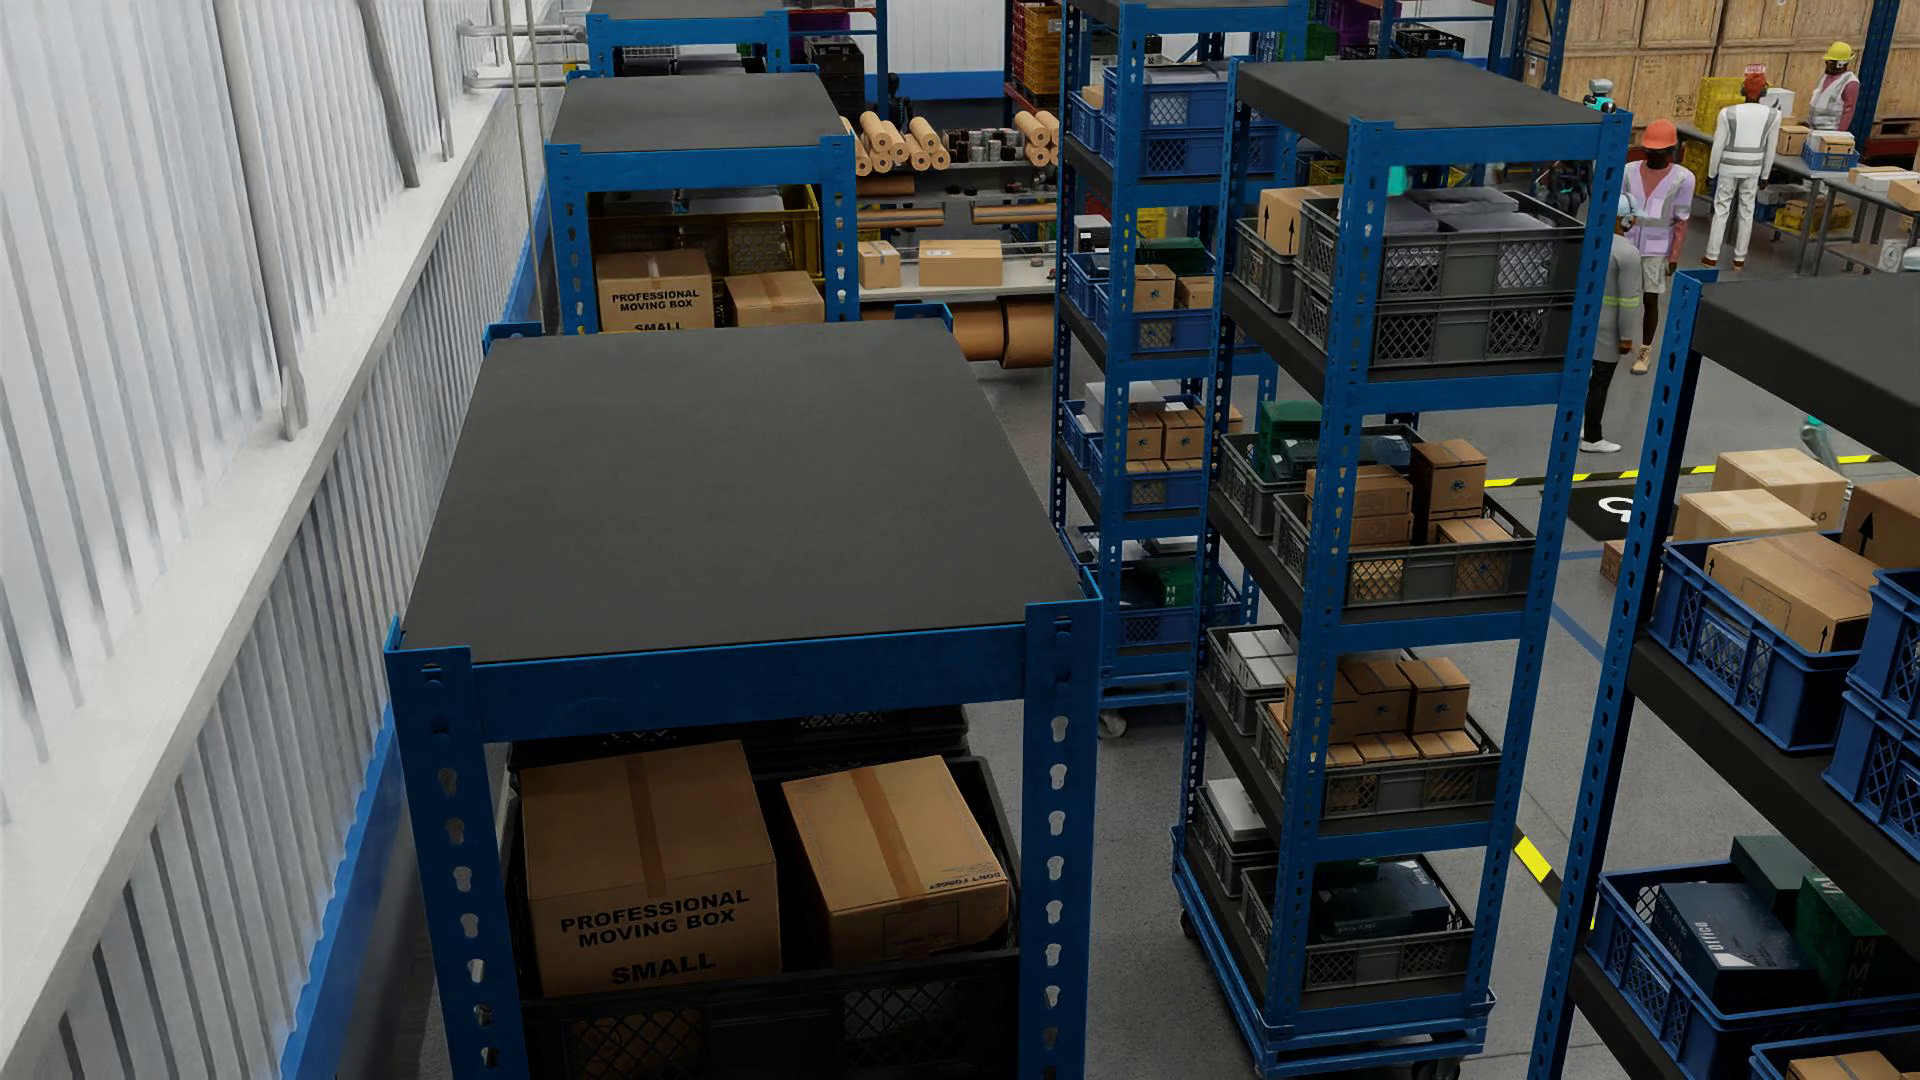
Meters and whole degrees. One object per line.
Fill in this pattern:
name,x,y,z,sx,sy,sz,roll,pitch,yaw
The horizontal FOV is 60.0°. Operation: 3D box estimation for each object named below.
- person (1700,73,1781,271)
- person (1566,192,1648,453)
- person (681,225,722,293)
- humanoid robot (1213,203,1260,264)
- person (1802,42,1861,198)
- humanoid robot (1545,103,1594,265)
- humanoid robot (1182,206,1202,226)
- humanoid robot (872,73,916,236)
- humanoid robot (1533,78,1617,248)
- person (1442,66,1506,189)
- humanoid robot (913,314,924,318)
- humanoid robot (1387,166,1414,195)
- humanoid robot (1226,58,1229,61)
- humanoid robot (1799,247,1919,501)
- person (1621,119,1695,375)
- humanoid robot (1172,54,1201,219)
person,7.524,-3.546,16.073,0.573,1.885,0.357,6,25,12
person,4.549,-1.529,11.728,0.381,1.852,0.589,-9,26,-18
person,-1.750,-1.371,11.395,0.431,1.844,0.622,-12,27,-24
humanoid robot,2.550,-2.940,15.061,0.599,1.624,0.783,-3,25,-7
person,9.512,-4.526,18.270,0.404,1.829,0.590,-4,25,-8
humanoid robot,5.853,-3.353,15.940,0.608,1.644,0.610,-12,27,-25
humanoid robot,2.537,-4.091,17.530,0.562,1.851,0.743,-7,26,-16
humanoid robot,-0.692,-4.032,17.365,0.599,1.653,0.315,-21,32,-37
humanoid robot,5.984,-3.686,16.437,0.741,1.690,0.533,-2,25,-4
person,5.033,-3.685,16.330,0.686,1.923,0.433,15,29,29
humanoid robot,-0.181,-0.542,9.787,0.390,1.638,0.609,-9,26,-19
humanoid robot,4.065,-2.674,14.388,0.952,1.779,0.550,-6,25,-13
humanoid robot,2.908,-4.530,18.476,0.404,1.642,0.586,10,26,20
humanoid robot,5.799,-1.097,10.764,0.735,1.677,0.533,15,28,29
person,5.435,-2.324,13.247,0.605,2.035,0.406,19,31,35
humanoid robot,2.550,-4.388,18.068,0.534,1.788,0.674,8,26,16
